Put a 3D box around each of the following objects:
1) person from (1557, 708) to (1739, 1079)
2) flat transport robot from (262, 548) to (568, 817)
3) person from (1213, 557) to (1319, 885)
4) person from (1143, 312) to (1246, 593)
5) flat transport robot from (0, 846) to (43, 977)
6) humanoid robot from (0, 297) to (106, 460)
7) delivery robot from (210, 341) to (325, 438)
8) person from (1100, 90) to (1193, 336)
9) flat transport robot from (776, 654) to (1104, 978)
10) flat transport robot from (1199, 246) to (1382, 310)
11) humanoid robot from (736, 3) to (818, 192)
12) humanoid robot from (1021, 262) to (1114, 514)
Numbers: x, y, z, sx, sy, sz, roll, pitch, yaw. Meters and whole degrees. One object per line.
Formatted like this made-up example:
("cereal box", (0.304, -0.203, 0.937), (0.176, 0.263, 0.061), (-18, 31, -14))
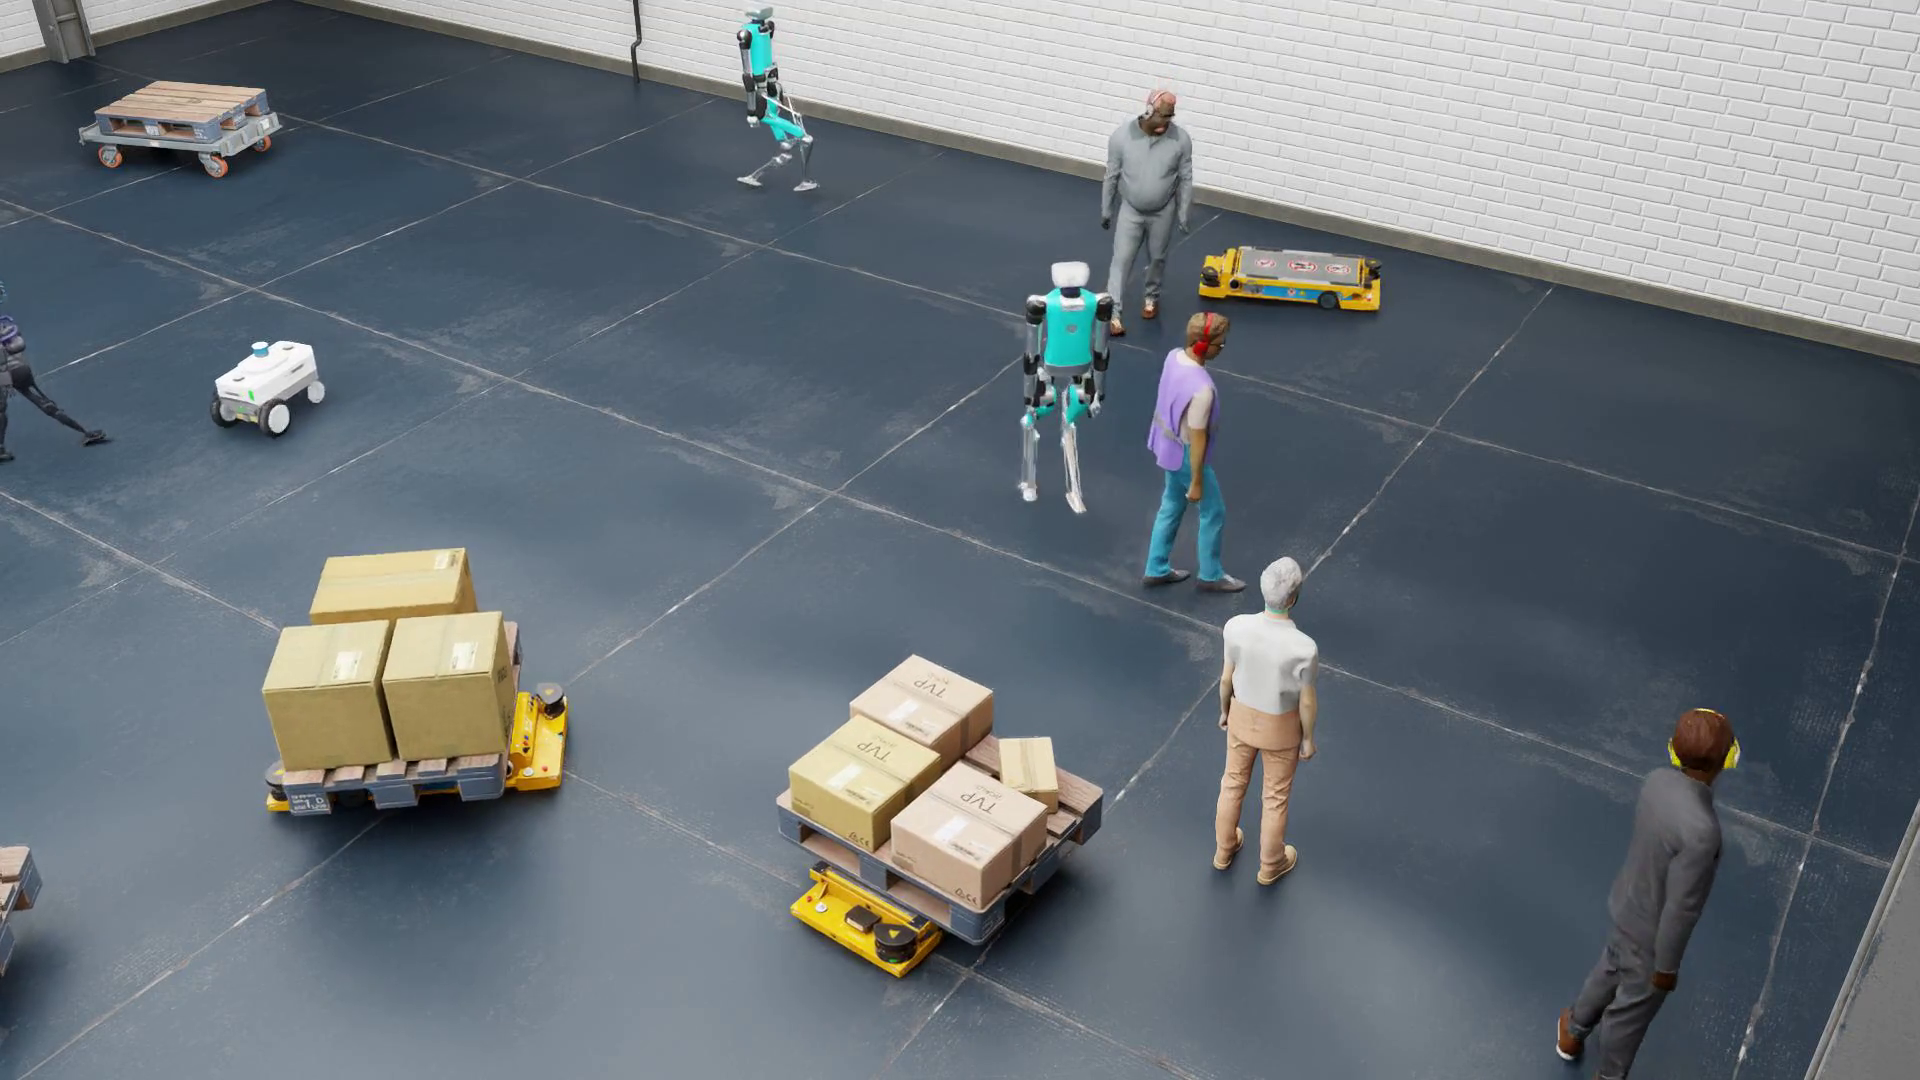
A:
("person", (2.693, 1.496, 6.478), (0.338, 1.847, 0.688), (2, 33, 4))
("flat transport robot", (-2.781, 1.068, 8.595), (1.431, 0.231, 0.659), (-4, 33, -7))
("person", (1.403, 0.836, 7.590), (0.469, 1.745, 0.321), (18, 37, 26))
("person", (1.390, -0.491, 9.584), (0.618, 1.814, 0.609), (-8, 34, -12))
("flat transport robot", (-4.708, 1.966, 7.197), (0.659, 0.231, 1.431), (-5, 33, -8))
("humanoid robot", (-6.282, -1.249, 10.967), (0.826, 1.629, 0.596), (-21, 38, -29))
("delivery robot", (-4.866, -1.102, 11.700), (0.499, 0.587, 0.789), (11, 34, 17))
("person", (1.422, -2.445, 12.592), (0.686, 1.854, 0.841), (0, 33, 0))
("flat transport robot", (-0.092, 1.473, 7.965), (0.659, 0.231, 1.431), (22, 39, 31))
("flat transport robot", (2.705, -2.142, 13.589), (1.431, 0.231, 0.659), (7, 33, 11))
("humanoid robot", (-1.579, -3.921, 15.045), (1.040, 1.770, 0.549), (13, 35, 19))
("humanoid robot", (0.624, -1.007, 10.455), (0.534, 1.767, 0.771), (-4, 33, -6))
